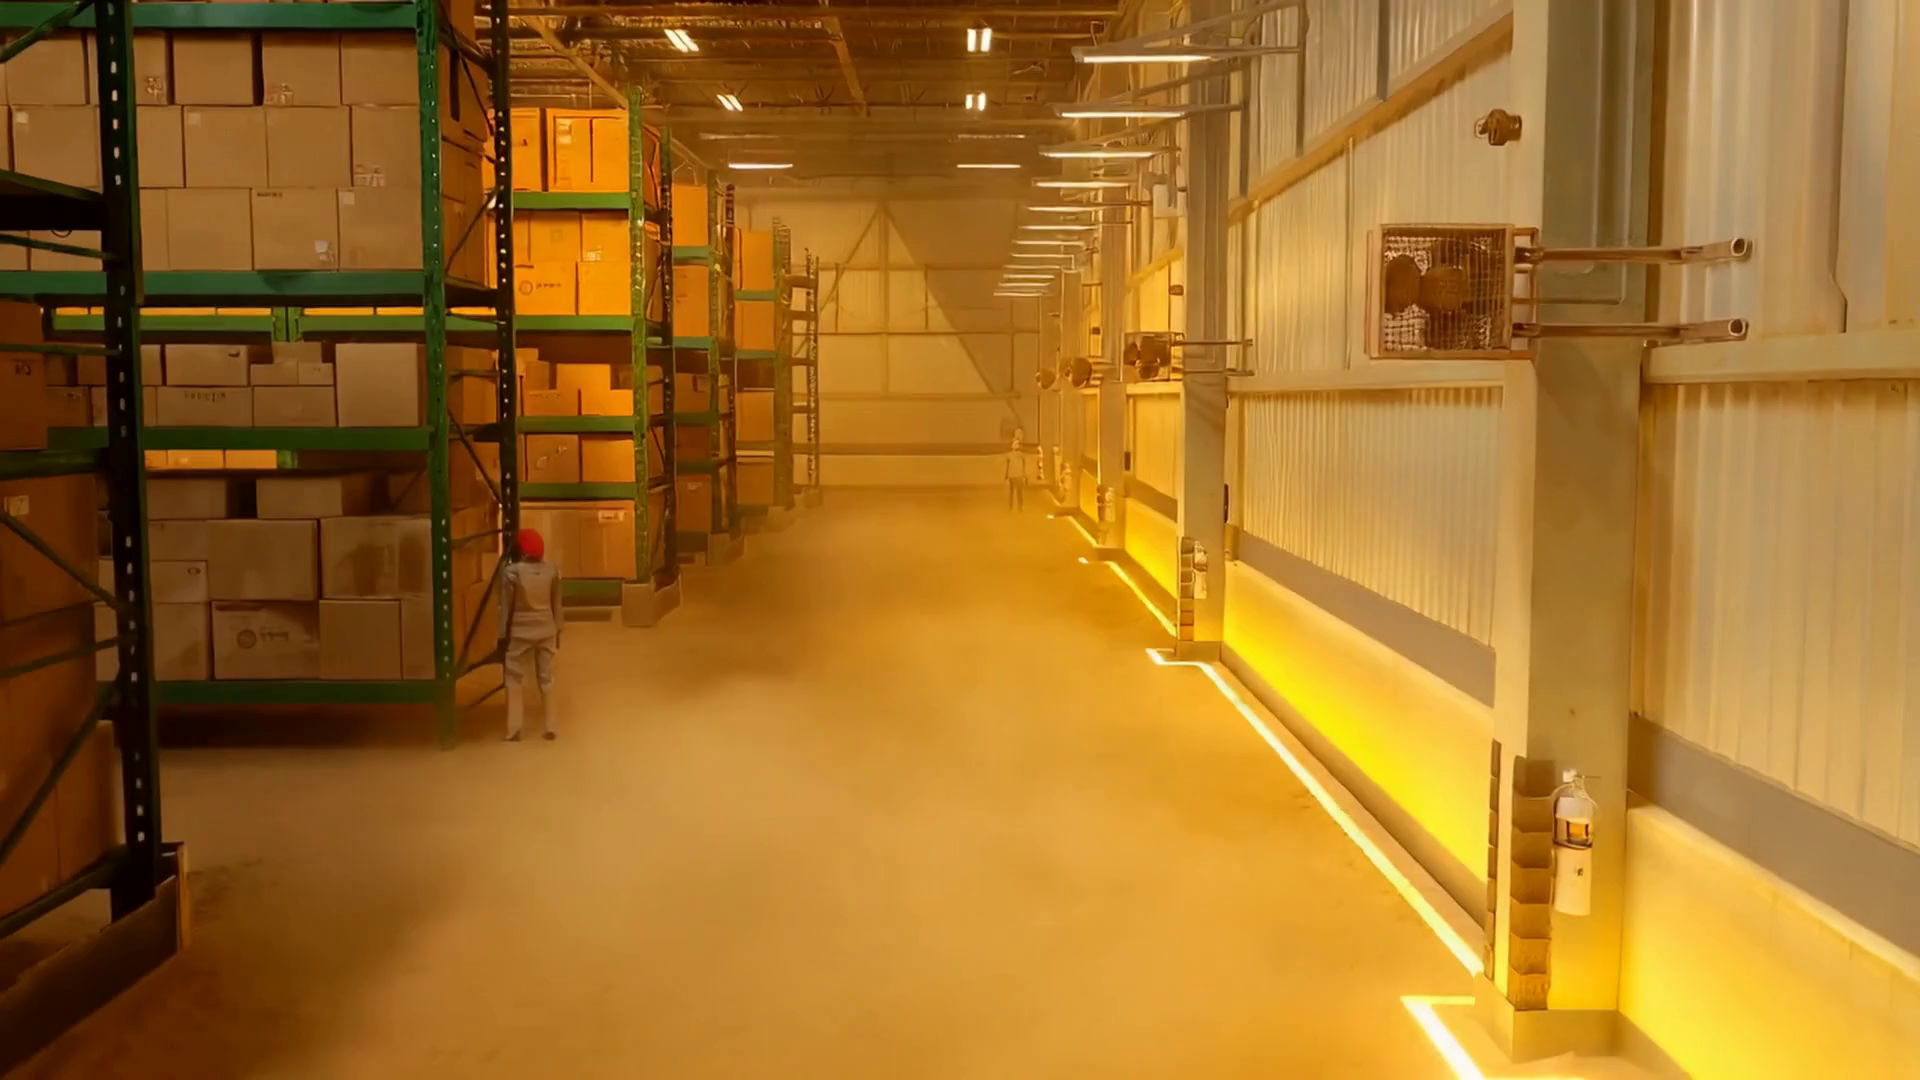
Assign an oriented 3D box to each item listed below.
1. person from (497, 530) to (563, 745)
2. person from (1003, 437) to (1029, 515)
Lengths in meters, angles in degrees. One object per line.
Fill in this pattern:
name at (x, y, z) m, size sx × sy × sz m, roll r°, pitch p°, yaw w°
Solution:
person at (-3.230, 0.737, 12.555) m, size 0.527 × 1.630 × 0.315 m, roll -4°, pitch 6°, yaw -39°
person at (1.242, -1.414, 36.927) m, size 0.561 × 1.742 × 0.337 m, roll 0°, pitch 5°, yaw 2°
